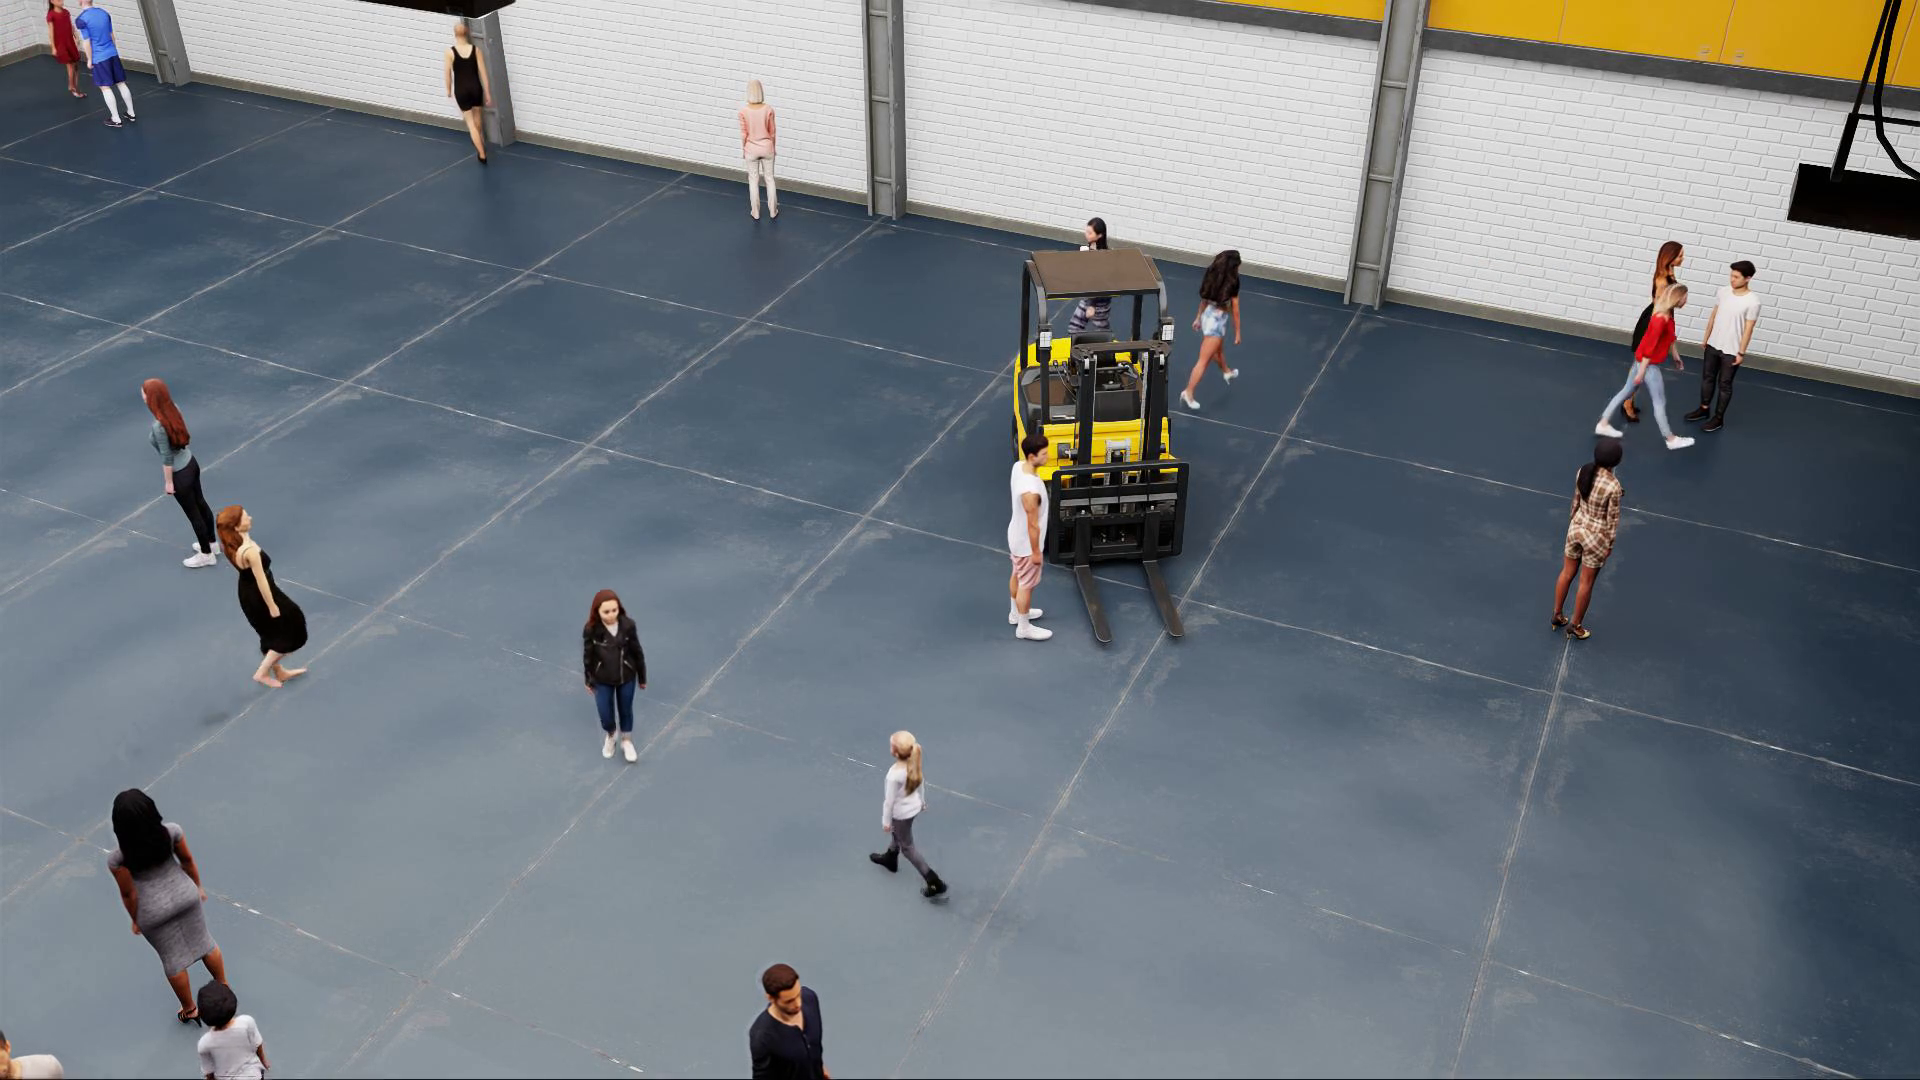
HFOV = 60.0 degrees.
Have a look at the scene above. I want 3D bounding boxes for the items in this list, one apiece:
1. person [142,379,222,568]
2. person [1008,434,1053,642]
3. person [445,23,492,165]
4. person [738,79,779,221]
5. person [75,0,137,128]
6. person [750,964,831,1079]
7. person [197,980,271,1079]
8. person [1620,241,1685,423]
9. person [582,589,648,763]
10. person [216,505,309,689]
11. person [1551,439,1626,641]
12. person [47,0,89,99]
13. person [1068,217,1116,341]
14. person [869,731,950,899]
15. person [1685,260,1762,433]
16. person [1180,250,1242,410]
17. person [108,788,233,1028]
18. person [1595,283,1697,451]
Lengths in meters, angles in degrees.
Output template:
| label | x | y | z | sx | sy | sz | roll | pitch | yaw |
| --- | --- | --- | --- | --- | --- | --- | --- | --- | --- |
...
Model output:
| label | x | y | z | sx | sy | sz | roll | pitch | yaw |
| --- | --- | --- | --- | --- | --- | --- | --- | --- | --- |
| person | -6.506 | -0.567 | 13.897 | 0.673 | 1.743 | 0.659 | 0 | 34 | -1 |
| person | 0.515 | -0.033 | 13.057 | 0.761 | 1.784 | 0.738 | -5 | 34 | -7 |
| person | -6.400 | -5.798 | 21.740 | 1.049 | 1.773 | 1.194 | -17 | 37 | -24 |
| person | -2.439 | -4.750 | 20.206 | 0.654 | 1.725 | 0.742 | -7 | 34 | -10 |
| person | -11.846 | -6.669 | 22.989 | 0.533 | 1.841 | 0.656 | 15 | 36 | 21 |
| person | -0.881 | 2.858 | 8.642 | 0.581 | 1.857 | 0.682 | 21 | 39 | 28 |
| person | -3.911 | 2.932 | 9.079 | 0.633 | 1.249 | 0.773 | -27 | 42 | -34 |
| person | 6.643 | -2.004 | 15.977 | 0.513 | 1.834 | 0.579 | 15 | 37 | 22 |
| person | -2.483 | 0.924 | 11.894 | 0.662 | 1.477 | 0.727 | -10 | 35 | -15 |
| person | -5.318 | 0.468 | 12.452 | 0.765 | 1.619 | 0.727 | -27 | 42 | -35 |
| person | 4.911 | -0.003 | 13.001 | 0.741 | 1.795 | 0.660 | -17 | 37 | -24 |
| person | -12.973 | -7.163 | 24.007 | 0.609 | 1.537 | 0.563 | 14 | 36 | 21 |
| person | 1.455 | -2.455 | 16.774 | 1.051 | 1.703 | 0.965 | -8 | 35 | -13 |
| person | -0.308 | 1.786 | 10.788 | 0.912 | 1.266 | 0.565 | 19 | 38 | 26 |
| person | 7.341 | -1.878 | 15.895 | 0.774 | 1.715 | 0.690 | -15 | 37 | -22 |
| person | 2.450 | -2.022 | 16.267 | 1.083 | 1.542 | 1.117 | -17 | 37 | -24 |
| person | -4.642 | 2.158 | 9.763 | 0.650 | 1.781 | 0.628 | -29 | 43 | -36 |
| person | 6.370 | -1.647 | 15.602 | 1.111 | 1.655 | 0.659 | 13 | 36 | 19 |
